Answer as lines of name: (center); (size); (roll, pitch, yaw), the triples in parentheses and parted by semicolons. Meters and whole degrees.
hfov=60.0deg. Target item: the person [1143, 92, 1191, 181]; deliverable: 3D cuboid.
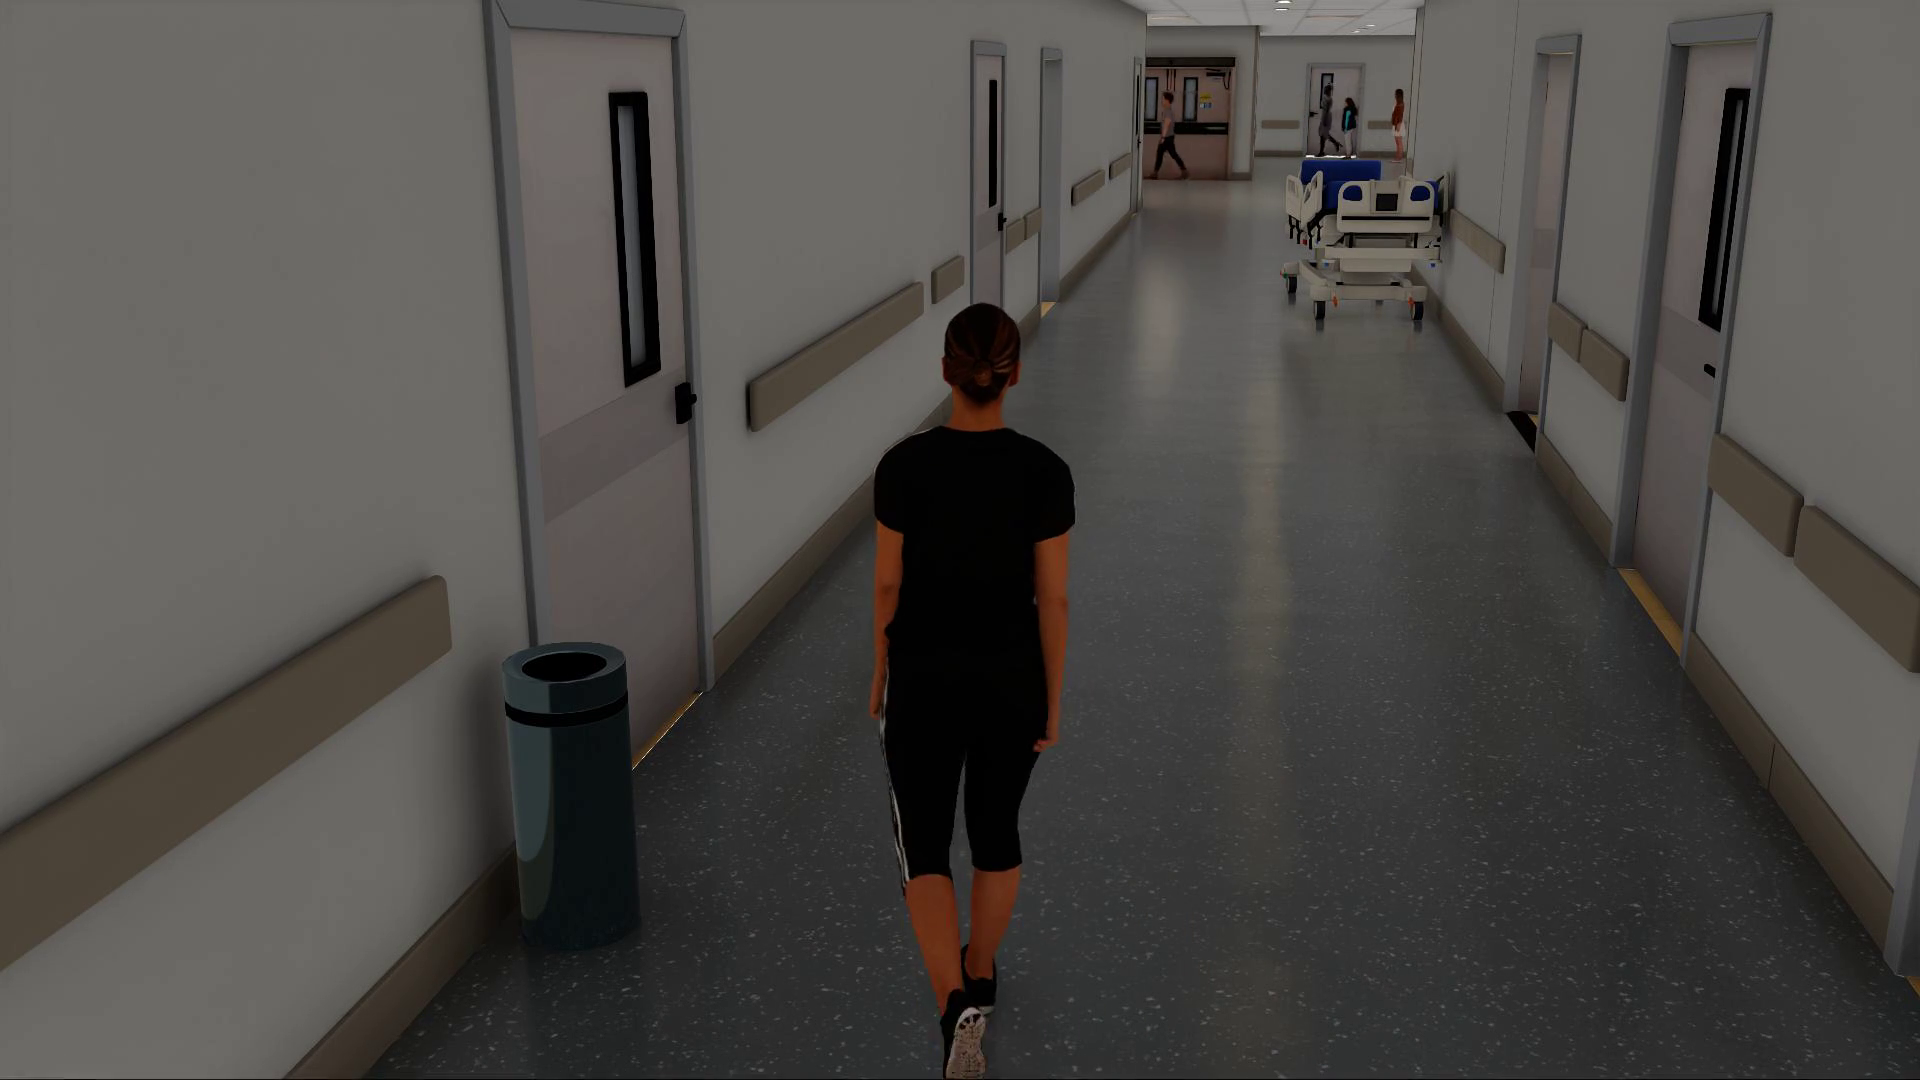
person: (4.203, -7.970, 32.964); (1.155, 1.685, 0.659); (2, 16, 6)

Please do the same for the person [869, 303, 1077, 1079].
person: (0.020, 0.350, 3.515); (0.961, 1.650, 0.819); (-1, 16, -5)

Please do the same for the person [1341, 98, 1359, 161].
person: (9.567, -10.117, 40.923); (0.610, 1.498, 0.594); (5, 17, 18)

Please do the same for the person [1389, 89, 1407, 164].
person: (10.485, -9.890, 39.705); (0.570, 1.721, 0.609); (2, 16, 7)

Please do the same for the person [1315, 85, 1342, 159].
person: (9.274, -10.488, 41.726); (0.858, 1.775, 0.644); (3, 16, 11)
